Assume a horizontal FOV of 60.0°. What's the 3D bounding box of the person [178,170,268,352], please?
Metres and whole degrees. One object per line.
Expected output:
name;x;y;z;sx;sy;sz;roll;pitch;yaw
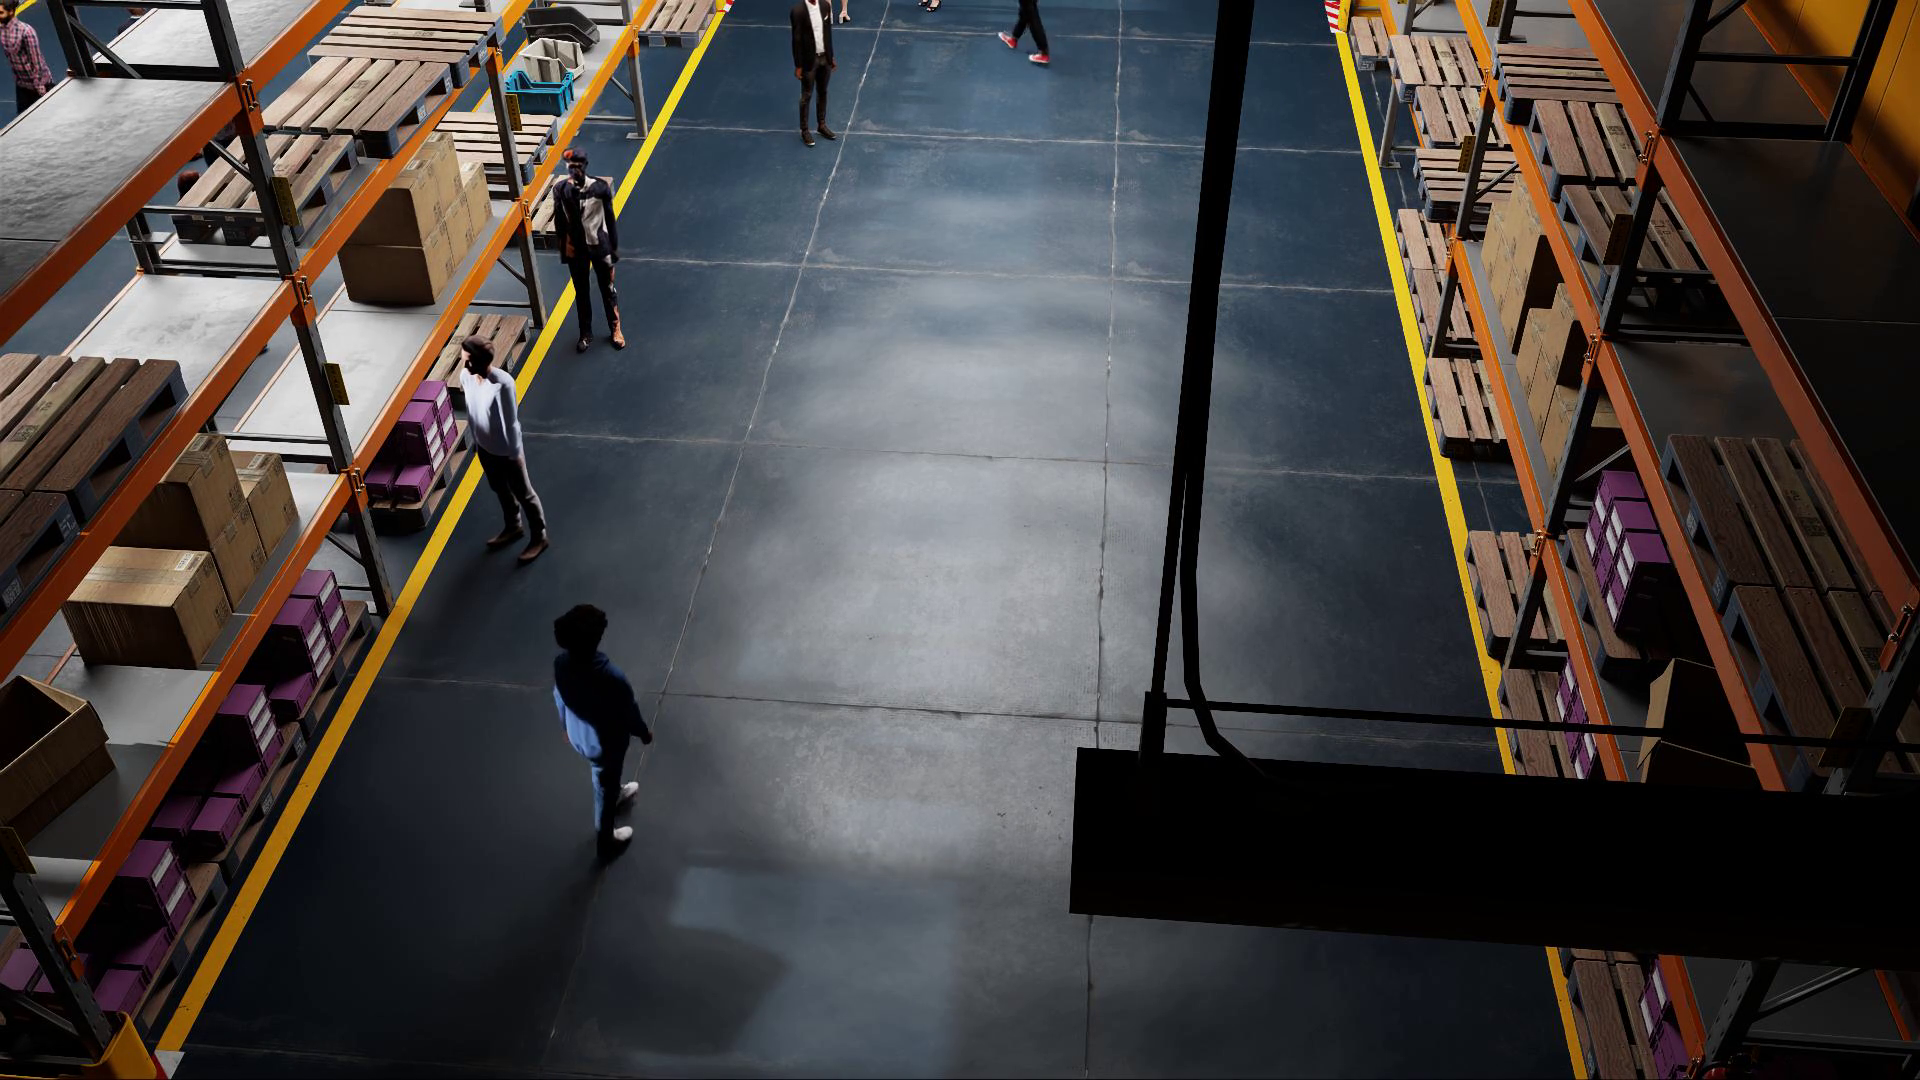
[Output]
person;-6.465;-2.394;14.426;0.667;1.743;0.698;26;45;28

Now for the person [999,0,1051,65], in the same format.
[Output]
person;0.880;-6.442;19.516;1.120;1.716;1.147;28;47;31

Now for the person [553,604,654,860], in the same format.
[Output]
person;-2.200;1.198;9.892;0.883;1.788;0.961;24;44;27

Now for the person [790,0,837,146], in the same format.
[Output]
person;-1.569;-5.150;17.832;0.730;1.800;0.783;-26;46;-29

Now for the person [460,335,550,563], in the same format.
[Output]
person;-3.365;-0.696;12.183;0.723;1.889;0.720;23;44;26

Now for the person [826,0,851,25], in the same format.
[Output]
person;-1.564;-7.272;20.510;0.630;1.774;0.609;3;39;4

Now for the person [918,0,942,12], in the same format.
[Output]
person;-0.382;-7.541;20.846;0.856;1.775;0.776;-17;42;-21

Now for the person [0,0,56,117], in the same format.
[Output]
person;-9.716;-4.881;17.543;0.798;1.739;0.944;10;40;12

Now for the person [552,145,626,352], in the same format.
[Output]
person;-3.236;-2.550;14.501;0.727;1.893;0.663;-5;39;-6

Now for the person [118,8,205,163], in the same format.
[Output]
person;-8.408;-4.841;17.445;0.689;1.800;0.601;0;39;0
